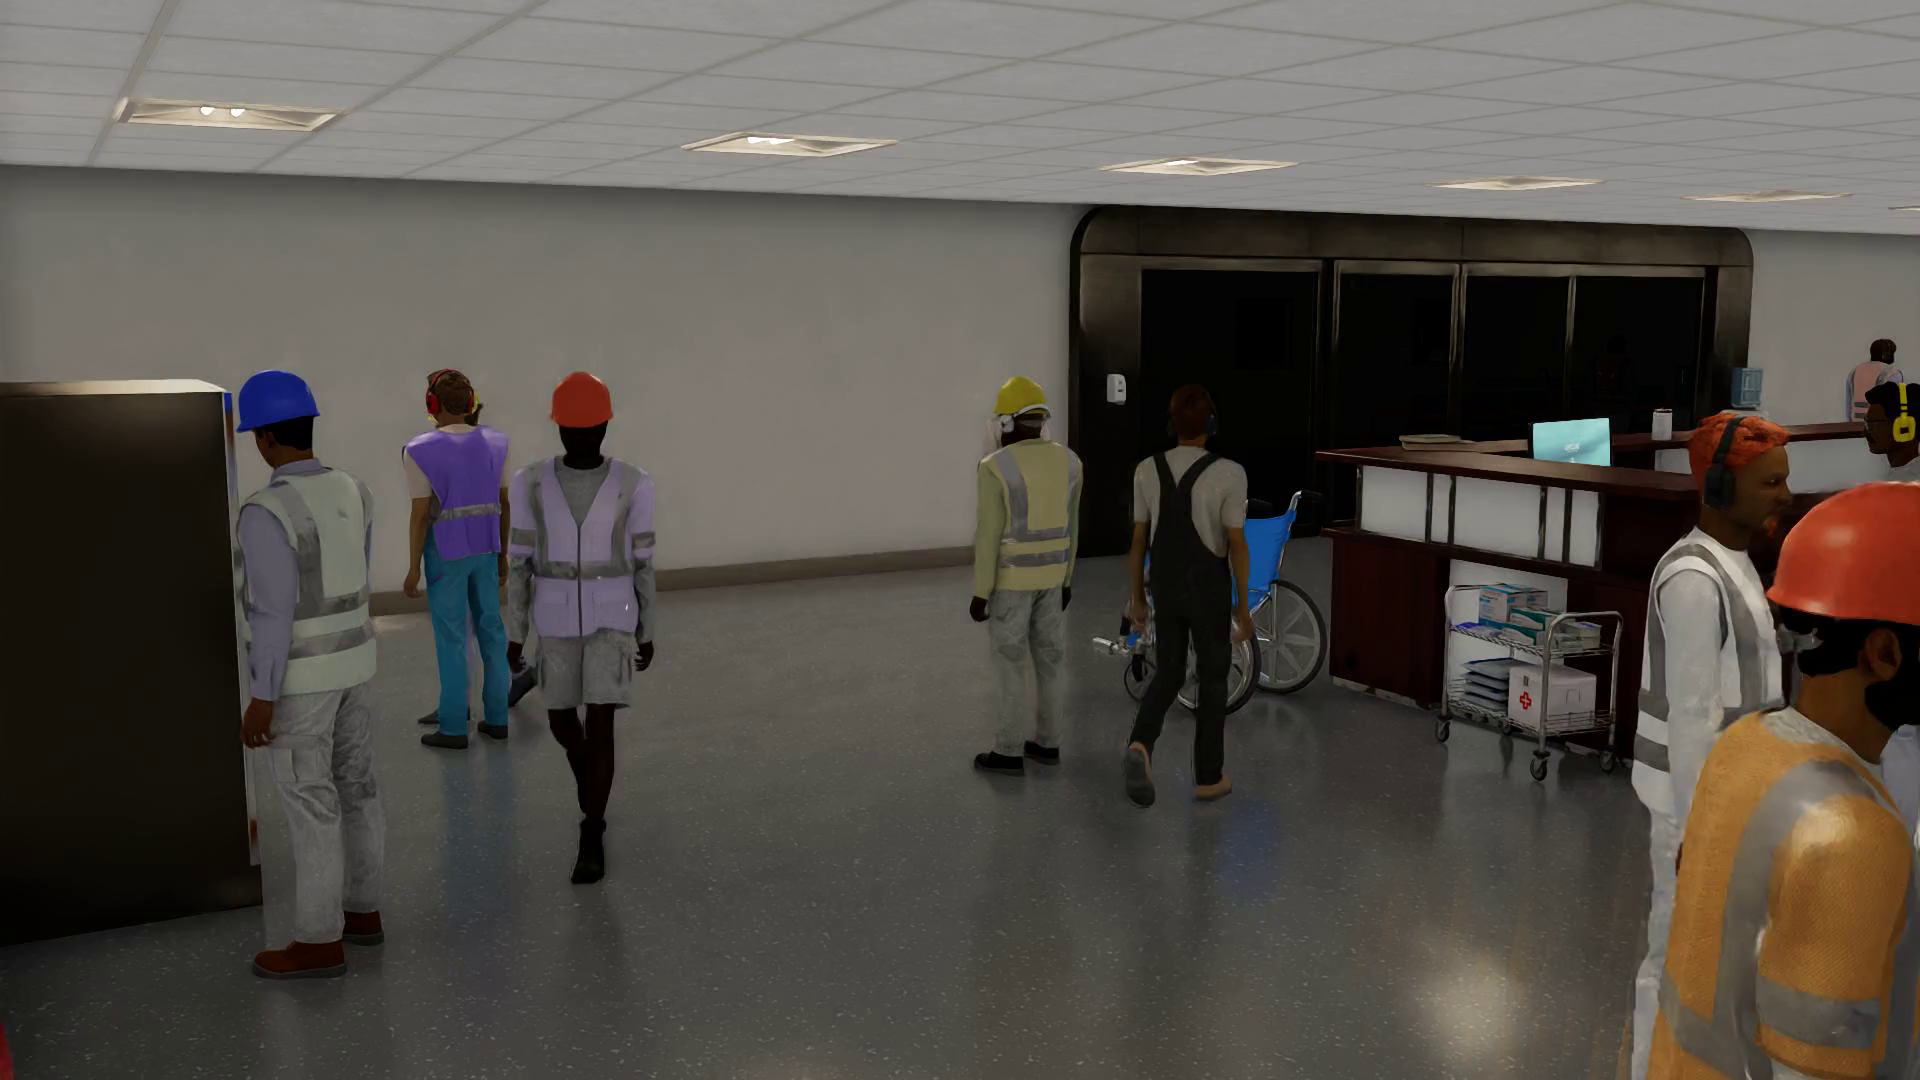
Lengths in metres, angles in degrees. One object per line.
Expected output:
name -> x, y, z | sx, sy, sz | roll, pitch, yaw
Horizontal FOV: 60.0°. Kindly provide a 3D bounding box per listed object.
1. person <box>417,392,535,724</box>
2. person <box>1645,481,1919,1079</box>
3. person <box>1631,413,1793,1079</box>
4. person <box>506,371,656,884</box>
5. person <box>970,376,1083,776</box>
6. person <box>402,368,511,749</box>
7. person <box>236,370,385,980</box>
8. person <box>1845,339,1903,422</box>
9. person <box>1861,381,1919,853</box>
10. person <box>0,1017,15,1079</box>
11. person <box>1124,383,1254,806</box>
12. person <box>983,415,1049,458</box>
person -> -2.520, 0.066, 8.662 | 0.620, 1.749, 0.539 | -3, 8, -19
person -> 1.036, 0.863, 2.316 | 0.682, 1.915, 0.563 | 2, 8, 12
person -> 1.824, 0.634, 4.053 | 0.345, 1.882, 0.584 | 4, 9, 29
person -> -1.455, 0.294, 6.454 | 0.575, 1.908, 0.819 | -1, 8, -6
person -> 0.291, 0.163, 7.657 | 0.595, 1.830, 0.403 | -6, 10, -39
person -> -2.425, 0.096, 8.086 | 0.388, 1.847, 0.563 | 7, 10, 40
person -> -2.095, 0.429, 5.336 | 0.402, 1.940, 0.602 | 1, 8, 11
person -> 9.404, -1.143, 17.076 | 0.429, 1.839, 0.634 | -3, 8, -19
person -> 3.562, 0.330, 6.350 | 0.326, 1.862, 0.508 | 5, 9, 30
person -> -2.136, 0.807, 3.363 | 0.537, 1.708, 0.922 | 1, 8, 5
person -> 0.955, 0.250, 7.042 | 0.534, 1.823, 0.667 | 5, 9, 32
person -> 0.412, -0.349, 12.116 | 0.504, 1.627, 0.285 | -1, 8, -10
